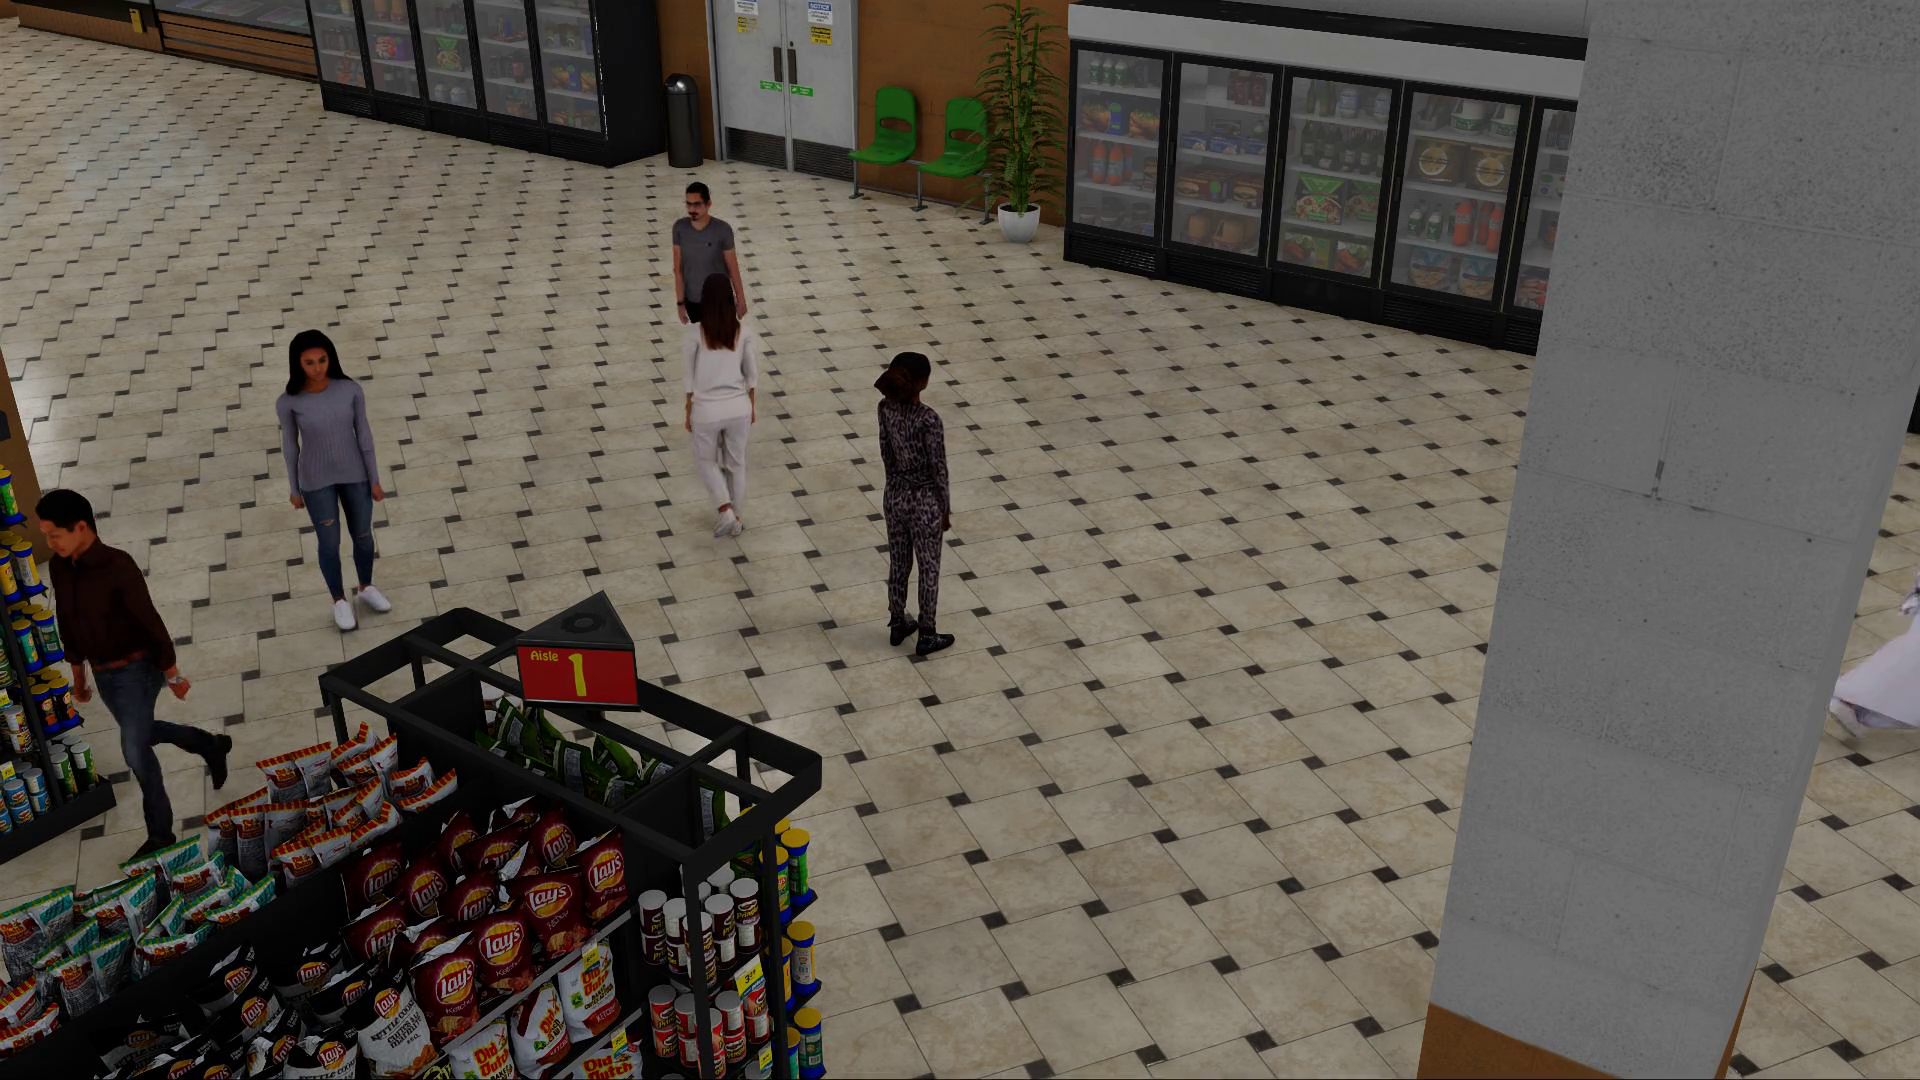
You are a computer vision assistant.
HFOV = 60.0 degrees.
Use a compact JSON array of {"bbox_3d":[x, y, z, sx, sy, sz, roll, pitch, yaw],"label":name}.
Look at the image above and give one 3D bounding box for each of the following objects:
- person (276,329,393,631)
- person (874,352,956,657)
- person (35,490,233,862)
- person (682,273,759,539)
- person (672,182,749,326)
[{"bbox_3d":[-3.421,-0.336,9.079,0.668,1.724,0.775,-17,32,-31],"label":"person"},{"bbox_3d":[-0.247,-0.194,8.811,0.585,1.714,0.579,20,33,35],"label":"person"},{"bbox_3d":[-3.616,0.539,7.335,0.807,1.741,1.108,8,28,16],"label":"person"},{"bbox_3d":[-1.416,-0.753,9.951,0.836,1.678,0.875,-10,29,-19],"label":"person"},{"bbox_3d":[-1.745,-1.709,11.802,0.817,1.710,1.186,8,28,15],"label":"person"}]
